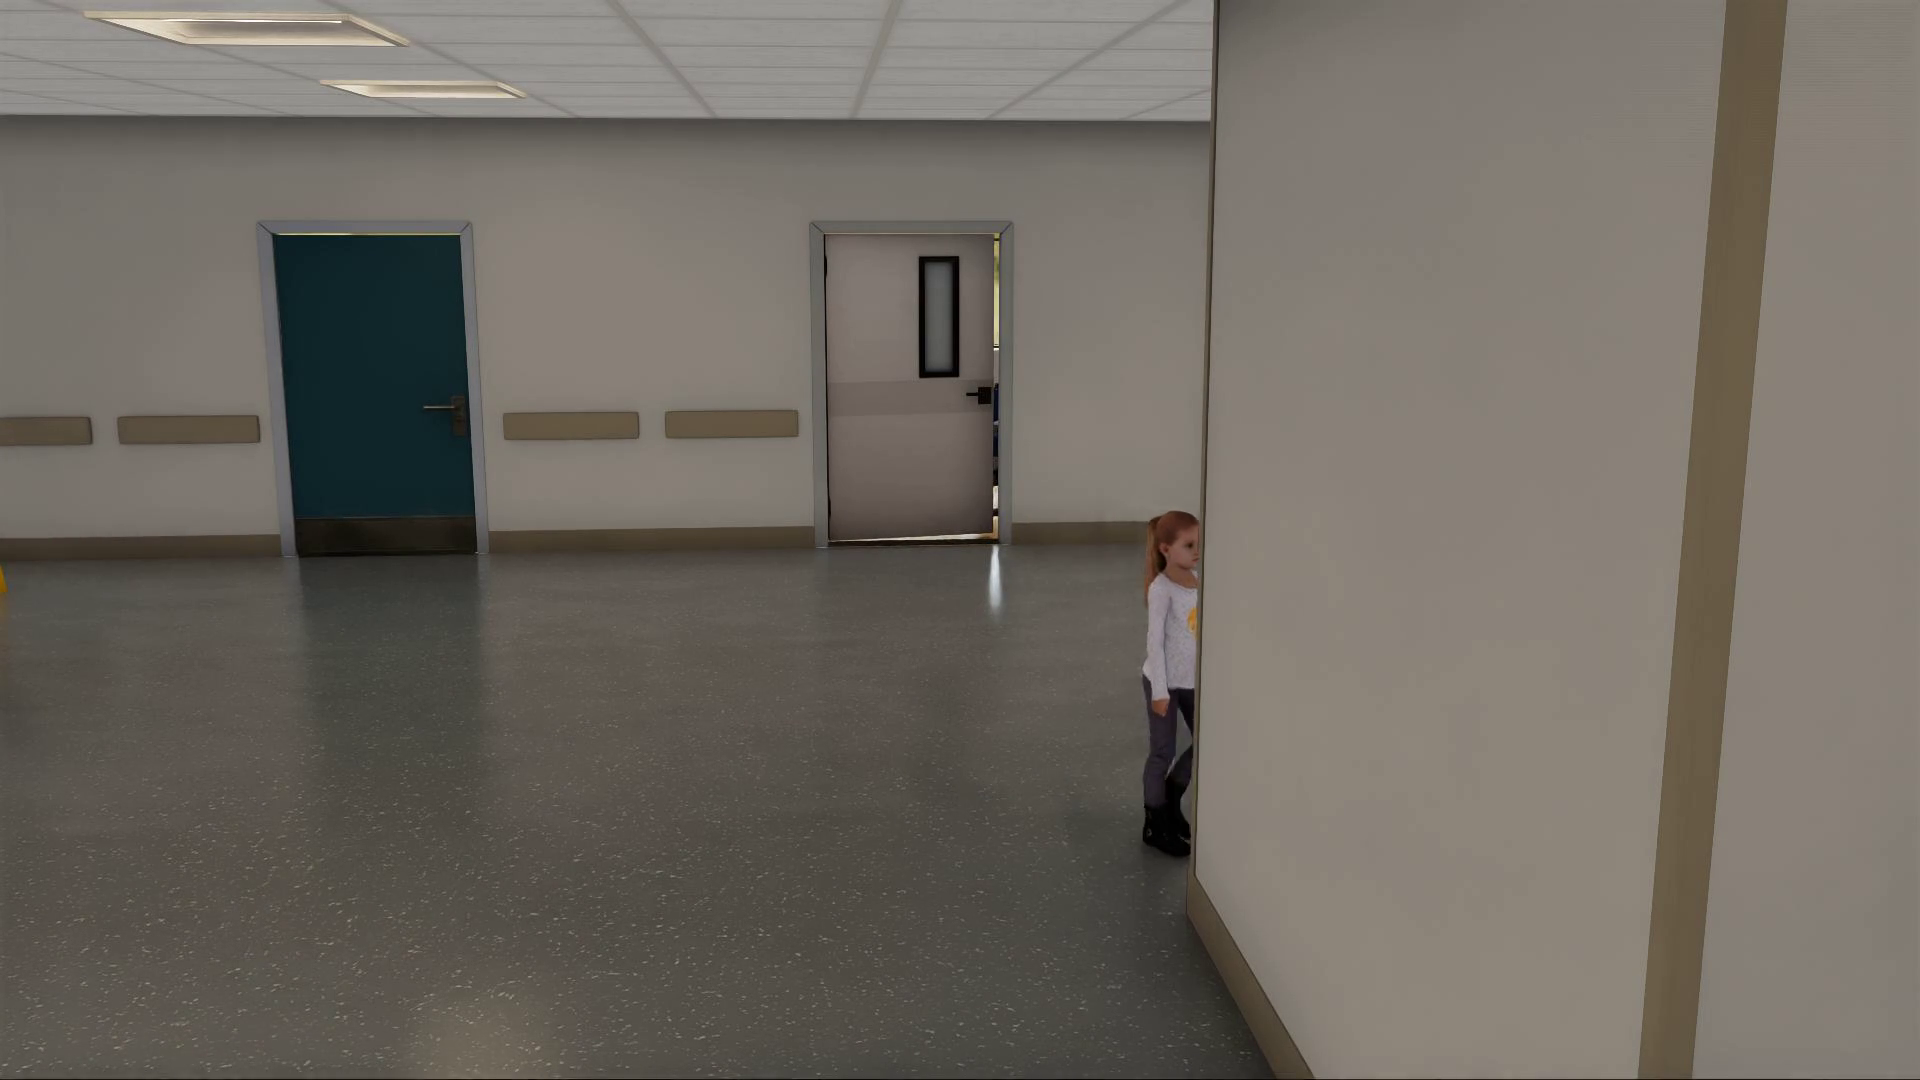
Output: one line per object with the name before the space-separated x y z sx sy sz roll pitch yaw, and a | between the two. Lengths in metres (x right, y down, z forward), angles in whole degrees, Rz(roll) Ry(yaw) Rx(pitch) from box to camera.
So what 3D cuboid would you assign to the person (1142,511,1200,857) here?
person | 0.740 0.511 6.126 0.663 1.272 0.599 10 14 41
